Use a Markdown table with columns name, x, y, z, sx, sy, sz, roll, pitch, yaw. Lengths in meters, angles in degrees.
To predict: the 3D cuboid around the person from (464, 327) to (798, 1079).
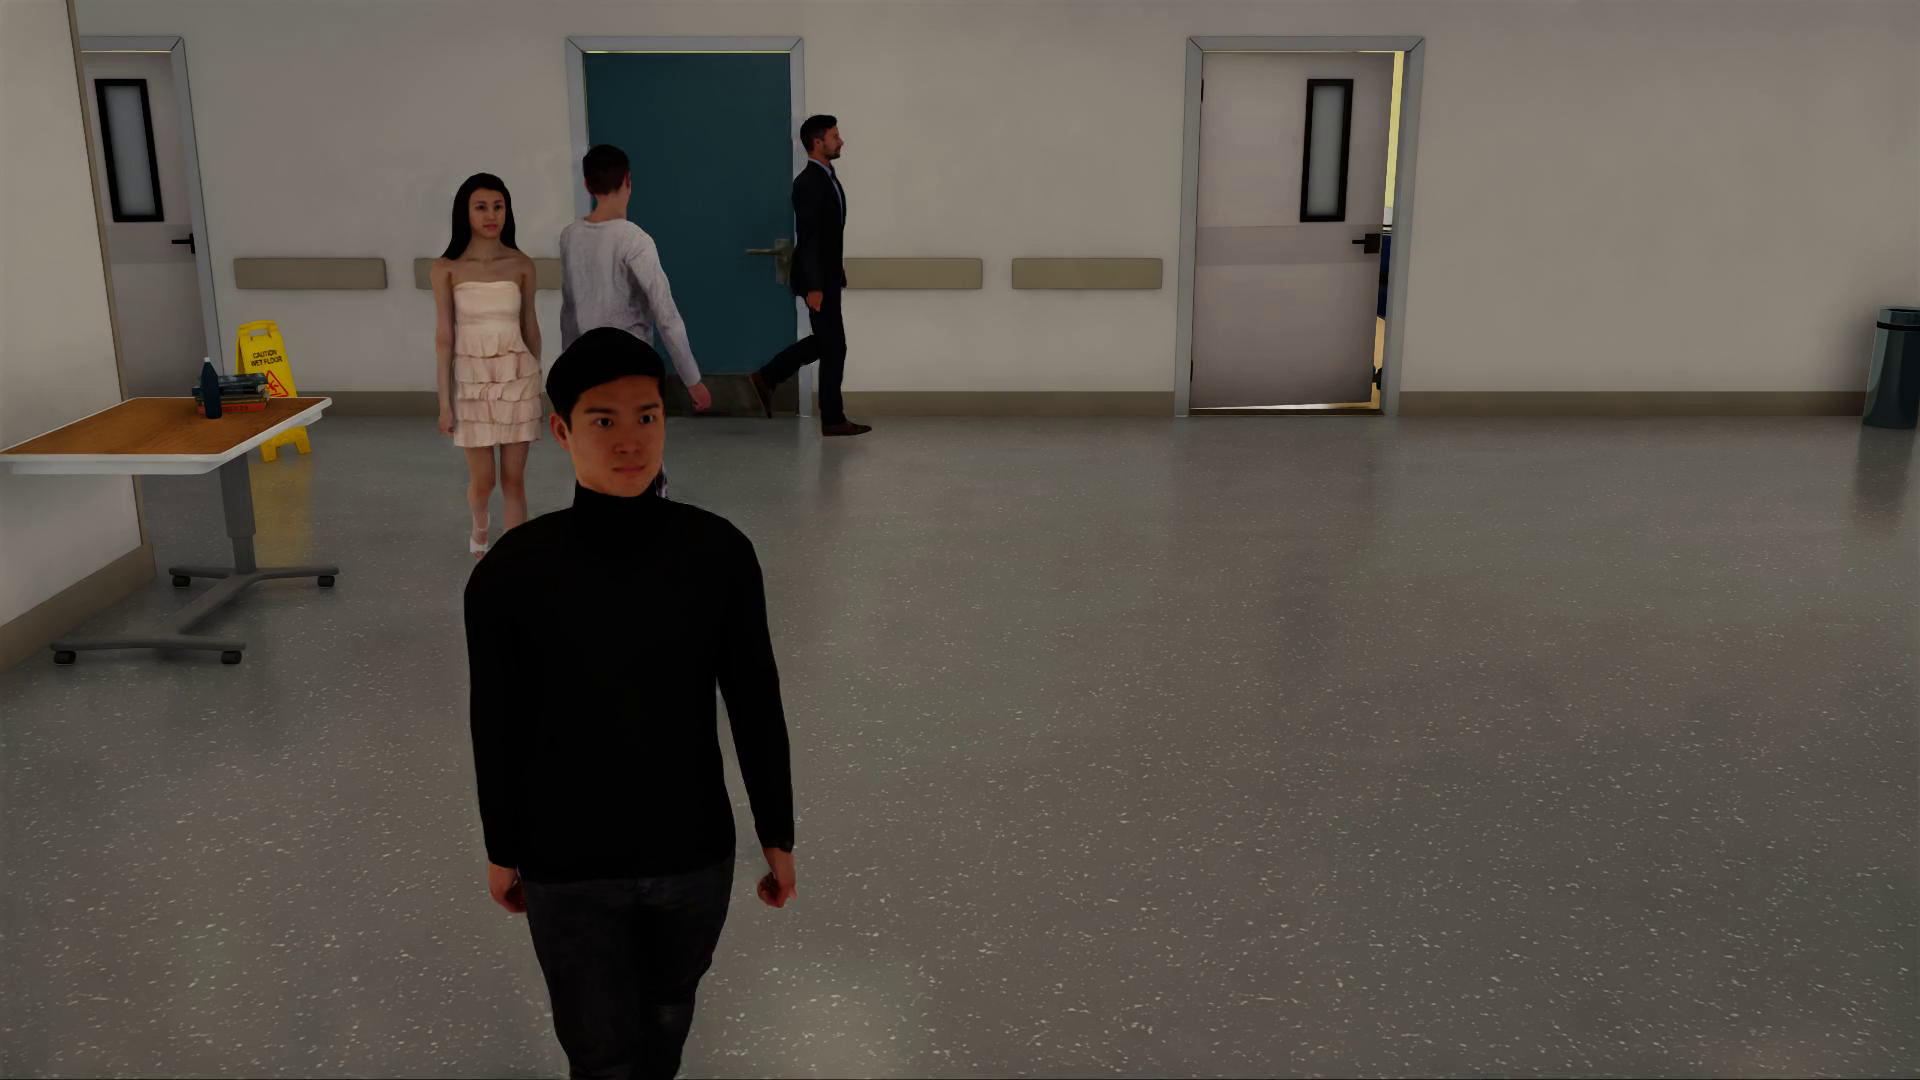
| name | x | y | z | sx | sy | sz | roll | pitch | yaw |
| --- | --- | --- | --- | --- | --- | --- | --- | --- | --- |
| person | -0.591 | 0.486 | 2.929 | 1.113 | 1.681 | 0.987 | -6 | 17 | -21 |

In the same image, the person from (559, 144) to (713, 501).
| name | x | y | z | sx | sy | sz | roll | pitch | yaw |
| --- | --- | --- | --- | --- | --- | --- | --- | --- | --- |
| person | -1.430 | -0.596 | 6.511 | 1.027 | 1.819 | 1.070 | 15 | 21 | 42 |

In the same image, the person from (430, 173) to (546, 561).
| name | x | y | z | sx | sy | sz | roll | pitch | yaw |
| --- | --- | --- | --- | --- | --- | --- | --- | --- | --- |
| person | -1.867 | -0.566 | 6.583 | 0.823 | 1.723 | 0.826 | -8 | 18 | -26 |

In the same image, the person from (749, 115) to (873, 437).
| name | x | y | z | sx | sy | sz | roll | pitch | yaw |
| --- | --- | --- | --- | --- | --- | --- | --- | --- | --- |
| person | -0.900 | -1.513 | 9.709 | 0.991 | 1.850 | 0.669 | 1 | 16 | 5 |
